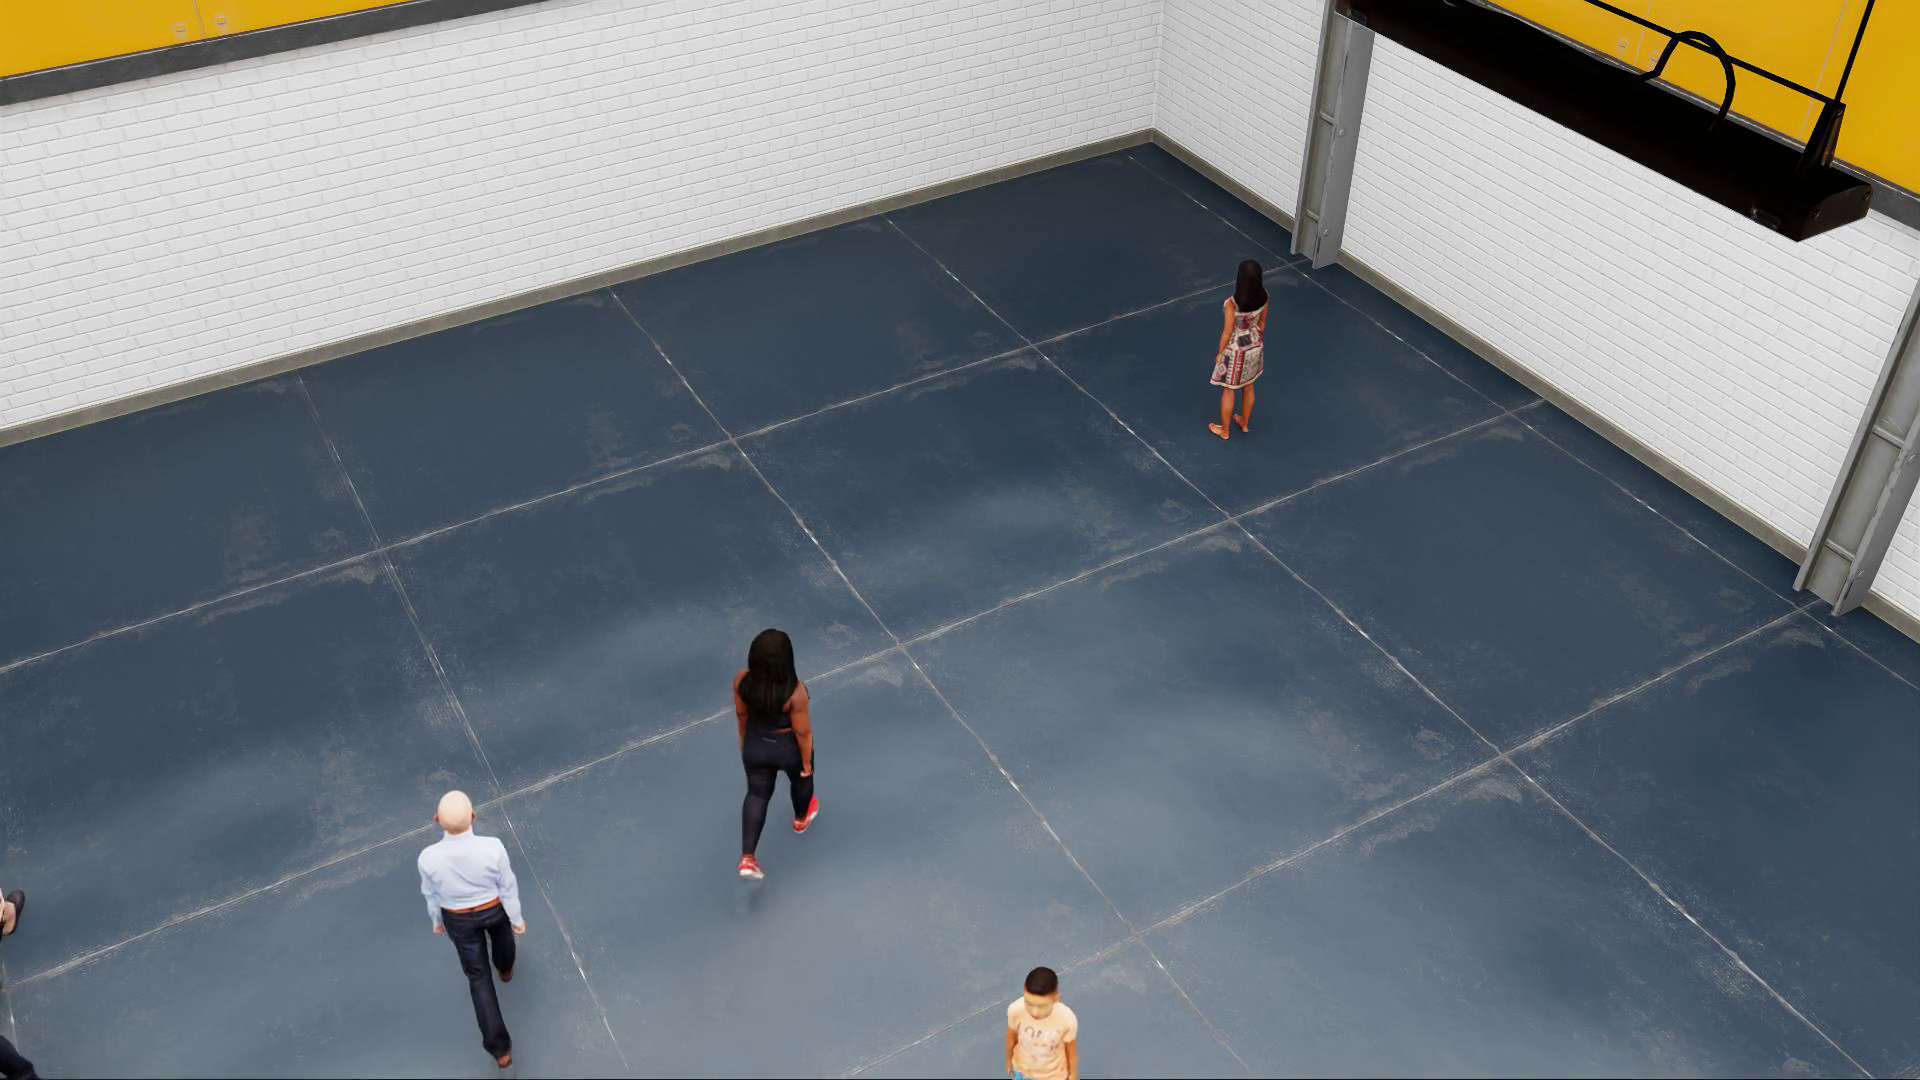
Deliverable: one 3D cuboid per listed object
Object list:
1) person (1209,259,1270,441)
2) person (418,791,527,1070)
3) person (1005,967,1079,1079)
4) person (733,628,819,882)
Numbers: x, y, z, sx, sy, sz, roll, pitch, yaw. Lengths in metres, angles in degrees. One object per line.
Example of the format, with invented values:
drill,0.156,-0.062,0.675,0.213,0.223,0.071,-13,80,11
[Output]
person,2.315,-1.573,13.688,0.646,1.645,0.513,-19,42,-22
person,-2.608,2.101,8.998,0.849,1.758,1.261,-11,40,-13
person,0.432,2.659,8.549,0.814,1.447,0.890,8,39,9
person,-1.139,1.298,9.977,1.149,1.790,1.184,11,40,14
